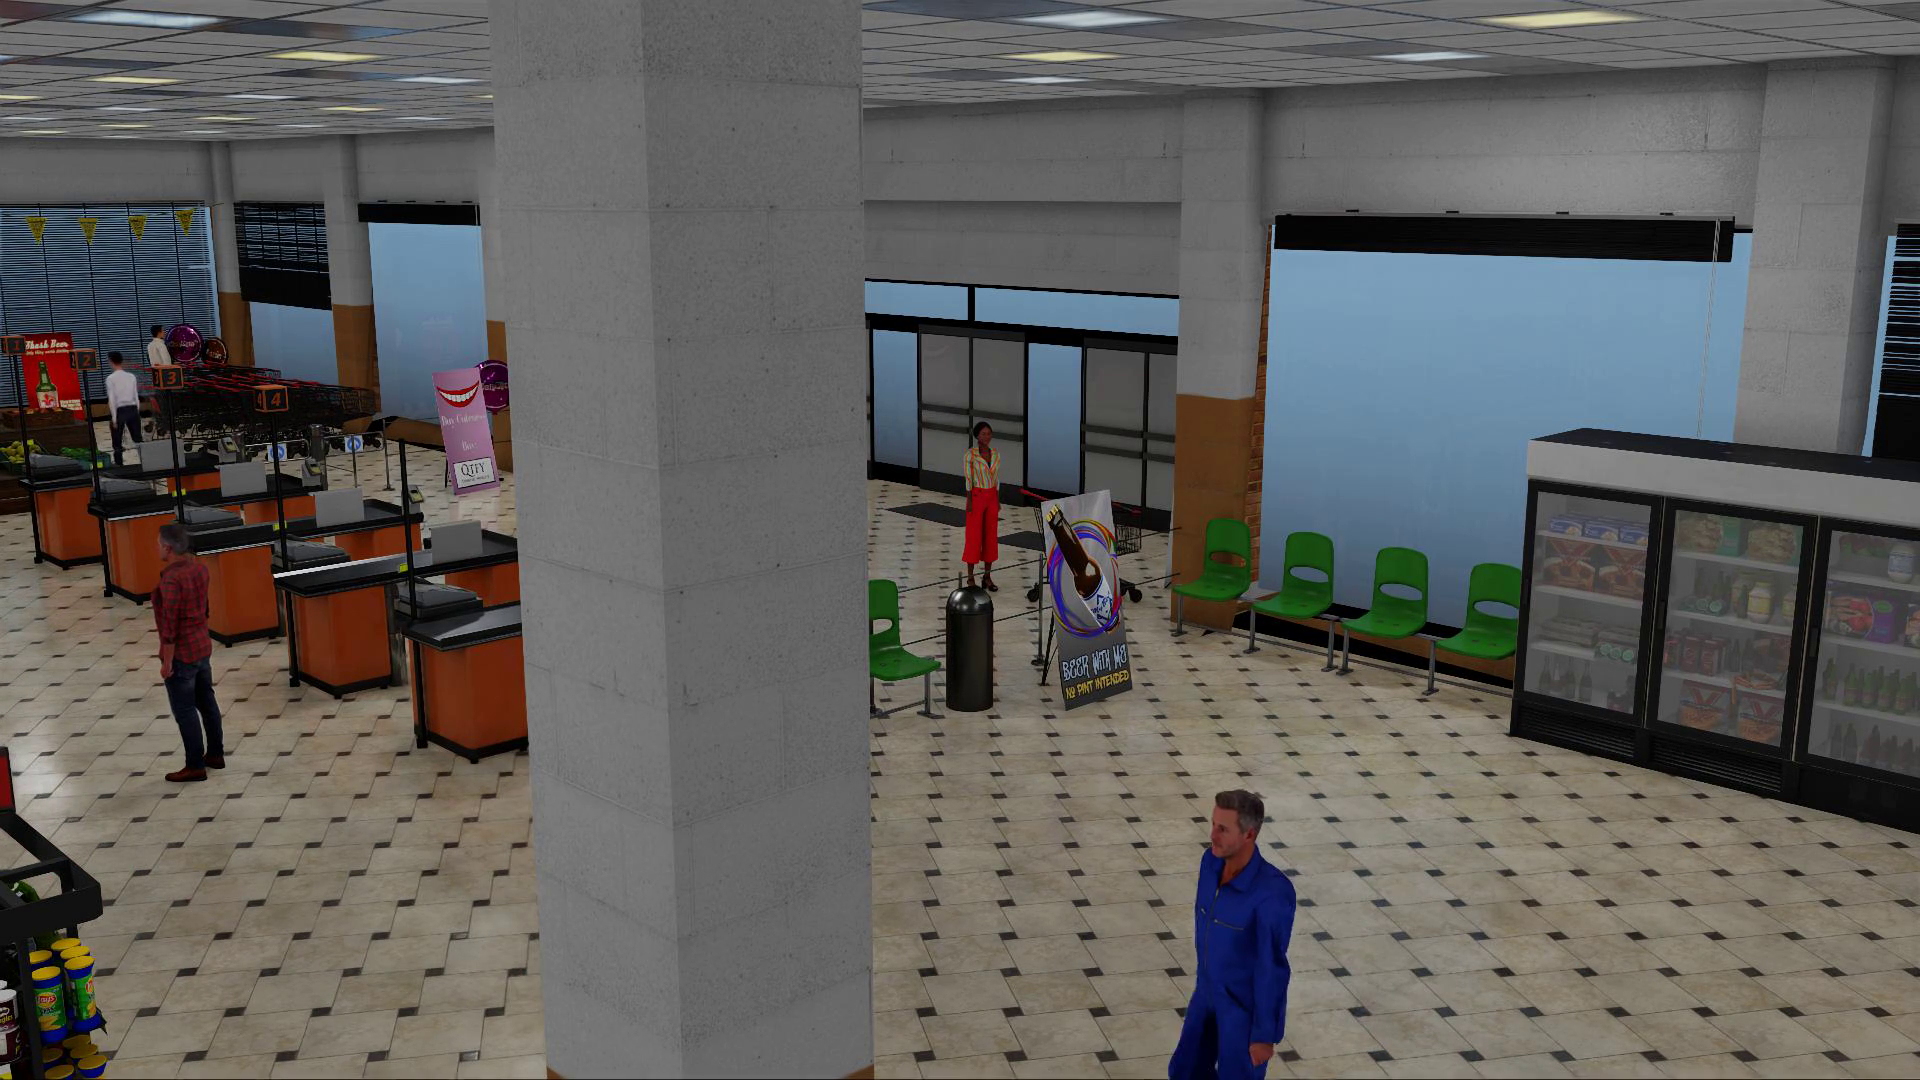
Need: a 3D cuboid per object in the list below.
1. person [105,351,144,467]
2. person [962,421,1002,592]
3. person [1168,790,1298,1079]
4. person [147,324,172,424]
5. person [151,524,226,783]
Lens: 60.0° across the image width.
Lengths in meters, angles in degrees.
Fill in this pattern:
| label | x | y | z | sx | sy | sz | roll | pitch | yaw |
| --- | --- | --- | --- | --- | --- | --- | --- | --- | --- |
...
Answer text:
| label | x | y | z | sx | sy | sz | roll | pitch | yaw |
| --- | --- | --- | --- | --- | --- | --- | --- | --- | --- |
| person | -11.941 | -1.757 | 23.890 | 0.815 | 1.815 | 1.242 | 10 | 15 | 39 |
| person | 0.231 | -0.341 | 17.222 | 0.550 | 1.793 | 0.704 | -7 | 14 | -29 |
| person | 1.196 | 1.857 | 6.728 | 0.860 | 1.815 | 0.870 | -5 | 13 | -23 |
| person | -14.056 | -2.887 | 29.269 | 0.681 | 1.811 | 0.596 | 9 | 15 | 37 |
| person | -5.482 | 0.783 | 11.792 | 0.818 | 1.831 | 0.722 | 1 | 12 | 6 |
